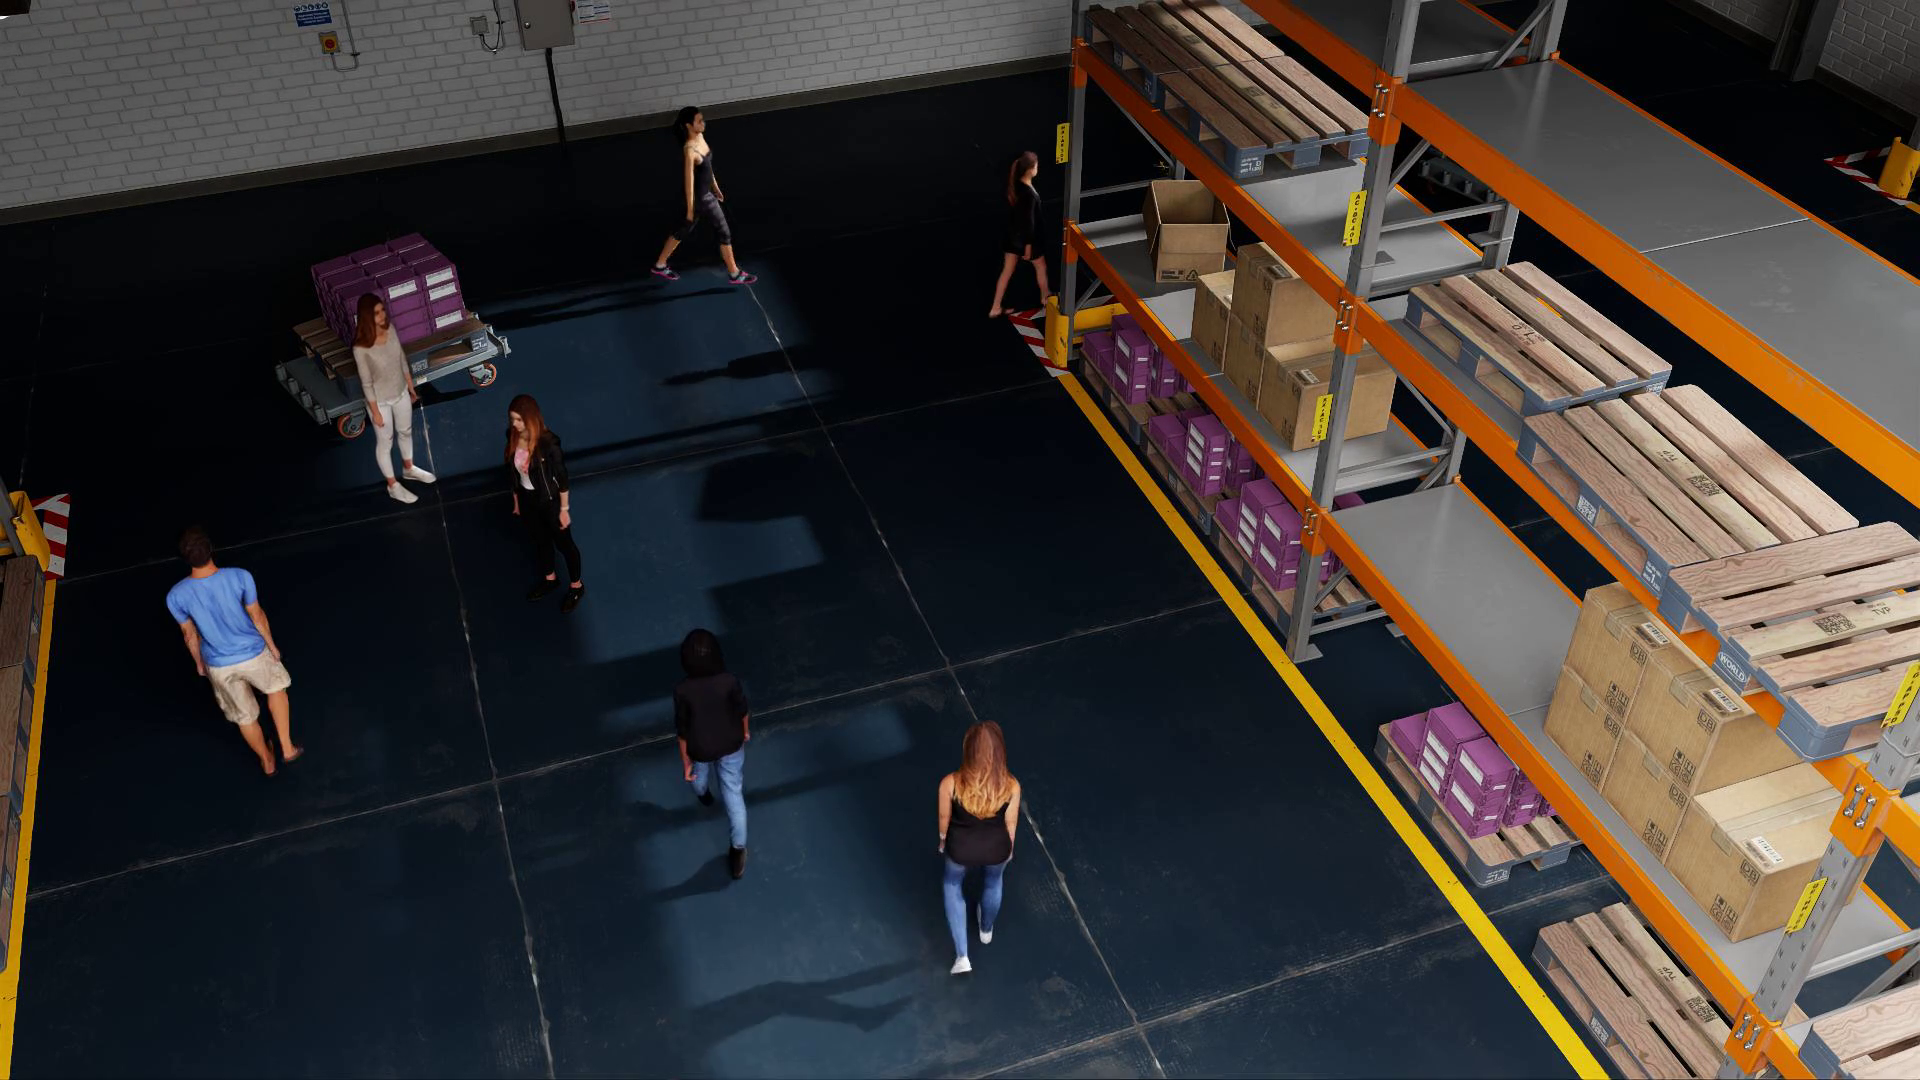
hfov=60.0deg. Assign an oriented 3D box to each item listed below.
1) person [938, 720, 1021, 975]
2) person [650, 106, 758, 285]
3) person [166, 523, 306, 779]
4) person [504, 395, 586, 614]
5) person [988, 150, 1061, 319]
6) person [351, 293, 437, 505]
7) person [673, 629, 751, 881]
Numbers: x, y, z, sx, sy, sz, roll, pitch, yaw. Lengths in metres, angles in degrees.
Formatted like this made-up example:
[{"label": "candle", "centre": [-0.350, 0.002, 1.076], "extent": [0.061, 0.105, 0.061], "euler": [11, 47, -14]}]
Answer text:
[{"label": "person", "centre": [0.089, 1.660, 8.747], "extent": [0.727, 1.712, 0.921], "euler": [-2, 39, -2]}, {"label": "person", "centre": [-2.391, -2.979, 14.587], "extent": [0.874, 1.674, 1.179], "euler": [-1, 39, -2]}, {"label": "person", "centre": [-4.246, 0.730, 9.795], "extent": [0.669, 1.858, 0.695], "euler": [-16, 41, -19]}, {"label": "person", "centre": [-2.792, -0.275, 11.174], "extent": [0.669, 1.707, 0.734], "euler": [17, 42, 20]}, {"label": "person", "centre": [0.465, -2.566, 14.192], "extent": [0.732, 1.521, 0.958], "euler": [-20, 43, -23]}, {"label": "person", "centre": [-4.198, -1.056, 12.153], "extent": [0.733, 1.706, 0.675], "euler": [17, 42, 20]}, {"label": "person", "centre": [-1.356, 1.237, 9.309], "extent": [0.638, 1.672, 1.079], "euler": [-9, 40, -11]}]
